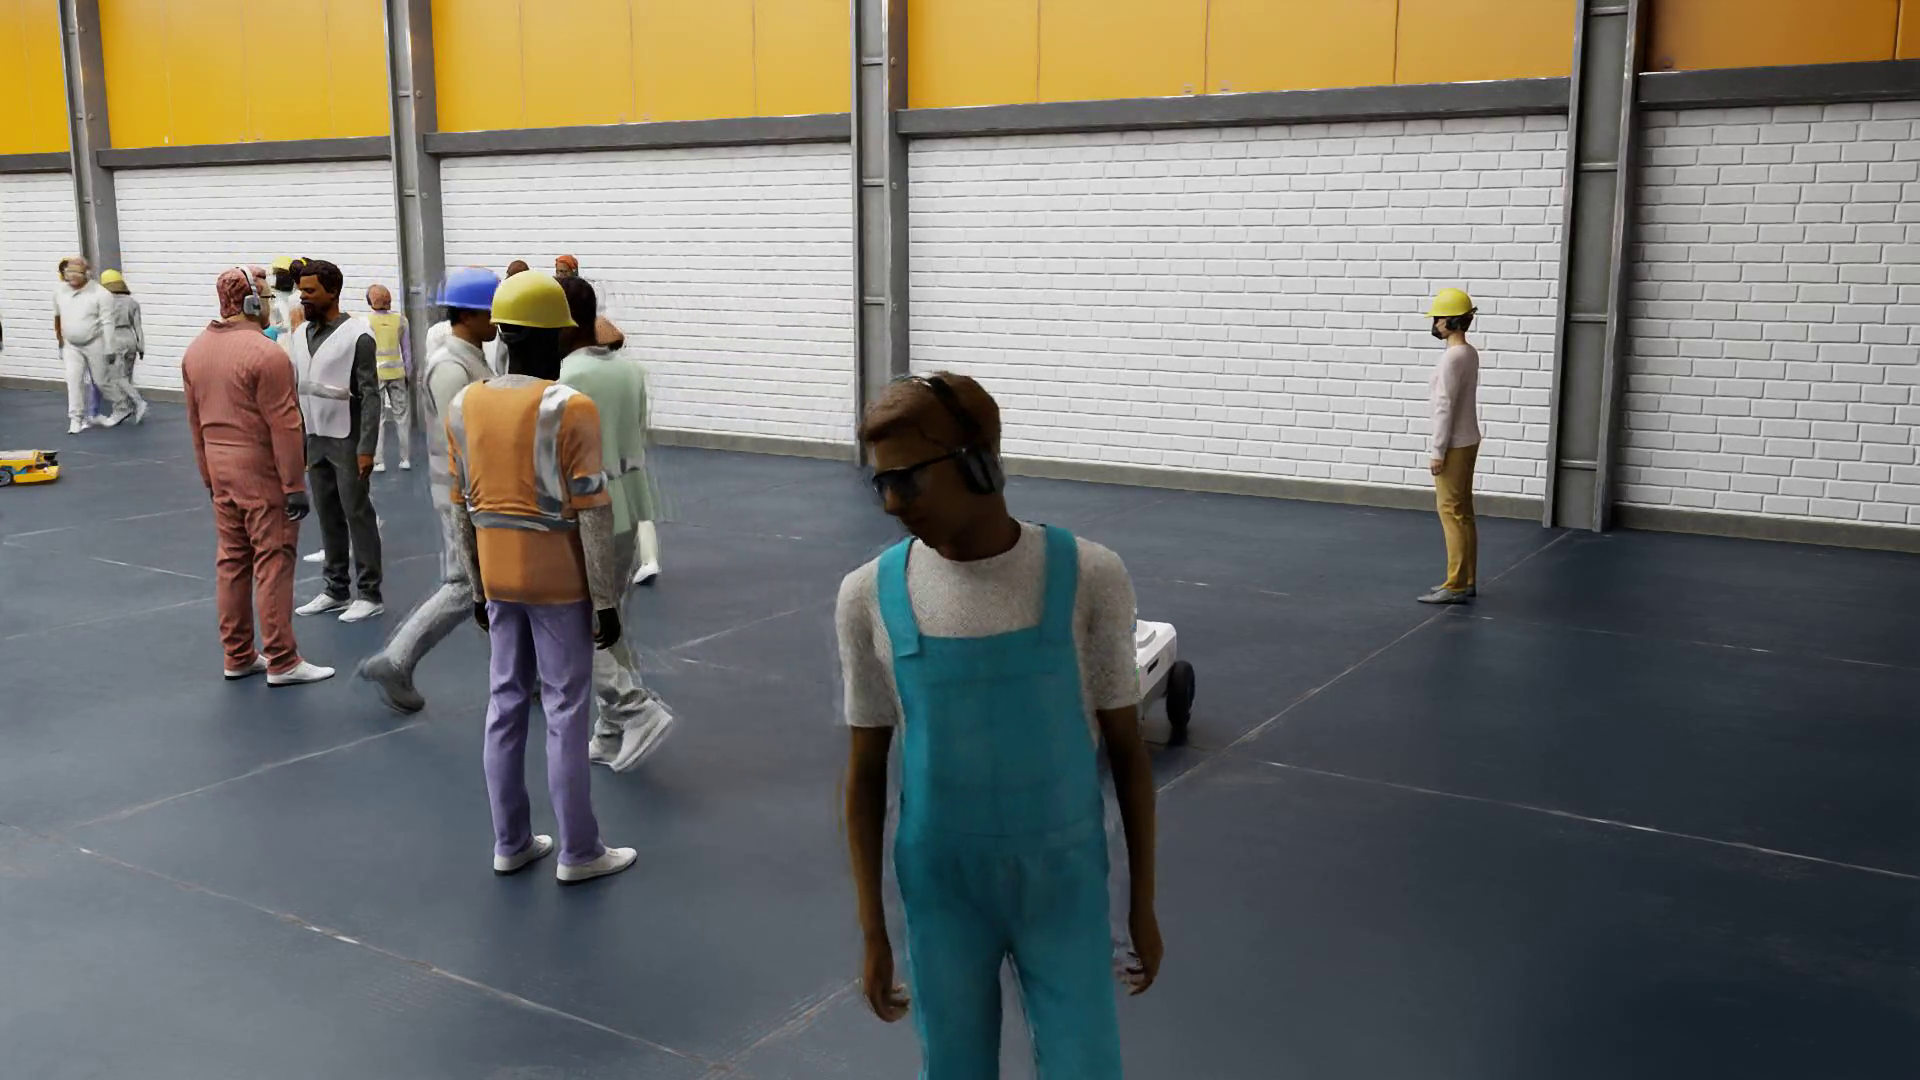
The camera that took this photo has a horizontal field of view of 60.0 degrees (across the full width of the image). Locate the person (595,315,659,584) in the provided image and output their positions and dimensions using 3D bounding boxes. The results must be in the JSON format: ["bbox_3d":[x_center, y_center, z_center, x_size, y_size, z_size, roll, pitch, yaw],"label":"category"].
[{"bbox_3d":[-2.046,-0.534,9.848,0.520,1.588,0.837,-8,13,-37],"label":"person"}]

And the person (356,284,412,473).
[{"bbox_3d":[-5.028,-1.405,14.524,0.522,1.640,0.306,-9,14,-42],"label":"person"}]

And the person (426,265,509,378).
[{"bbox_3d":[-2.686,-0.595,9.369,0.580,1.882,0.354,-1,10,-3],"label":"person"}]

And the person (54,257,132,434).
[{"bbox_3d":[-9.259,-2.078,17.693,0.682,1.856,0.902,0,10,0],"label":"person"}]

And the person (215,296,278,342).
[{"bbox_3d":[-5.301,-1.060,12.306,0.567,1.749,0.333,3,11,17],"label":"person"}]

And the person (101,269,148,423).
[{"bbox_3d":[-9.287,-2.149,18.464,0.756,1.707,0.489,8,13,36],"label":"person"}]

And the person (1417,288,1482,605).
[{"bbox_3d":[2.738,-0.522,9.313,0.346,1.760,0.526,6,12,30],"label":"person"}]

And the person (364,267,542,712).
[{"bbox_3d":[-2.095,-0.198,7.069,0.775,1.923,0.612,0,10,-1],"label":"person"}]

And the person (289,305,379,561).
[{"bbox_3d":[-3.978,-0.668,10.485,0.397,1.618,0.510,-4,11,-22],"label":"person"}]

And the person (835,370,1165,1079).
[{"bbox_3d":[0.106,0.633,2.767,0.642,1.812,0.466,1,10,5],"label":"person"}]

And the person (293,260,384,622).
[{"bbox_3d":[-3.332,-0.529,8.900,0.596,1.918,0.386,6,12,30],"label":"person"}]

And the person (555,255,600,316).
[{"bbox_3d":[-3.617,-1.702,15.496,0.585,1.882,0.337,2,10,13],"label":"person"}]

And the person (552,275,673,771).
[{"bbox_3d":[-1.357,-0.040,6.254,0.467,1.894,0.624,3,11,18],"label":"person"}]

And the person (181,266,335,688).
[{"bbox_3d":[-3.191,-0.283,7.571,0.651,1.907,0.409,6,12,30],"label":"person"}]

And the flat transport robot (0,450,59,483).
[{"bbox_3d":[-8.298,-0.586,13.784,1.431,0.197,0.652,-5,11,-26],"label":"flat transport robot"}]

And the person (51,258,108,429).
[{"bbox_3d":[-9.433,-2.093,17.810,0.462,1.829,0.554,6,12,31],"label":"person"}]

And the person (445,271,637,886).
[{"bbox_3d":[-1.321,0.129,5.230,0.586,1.928,0.364,5,11,24],"label":"person"}]
